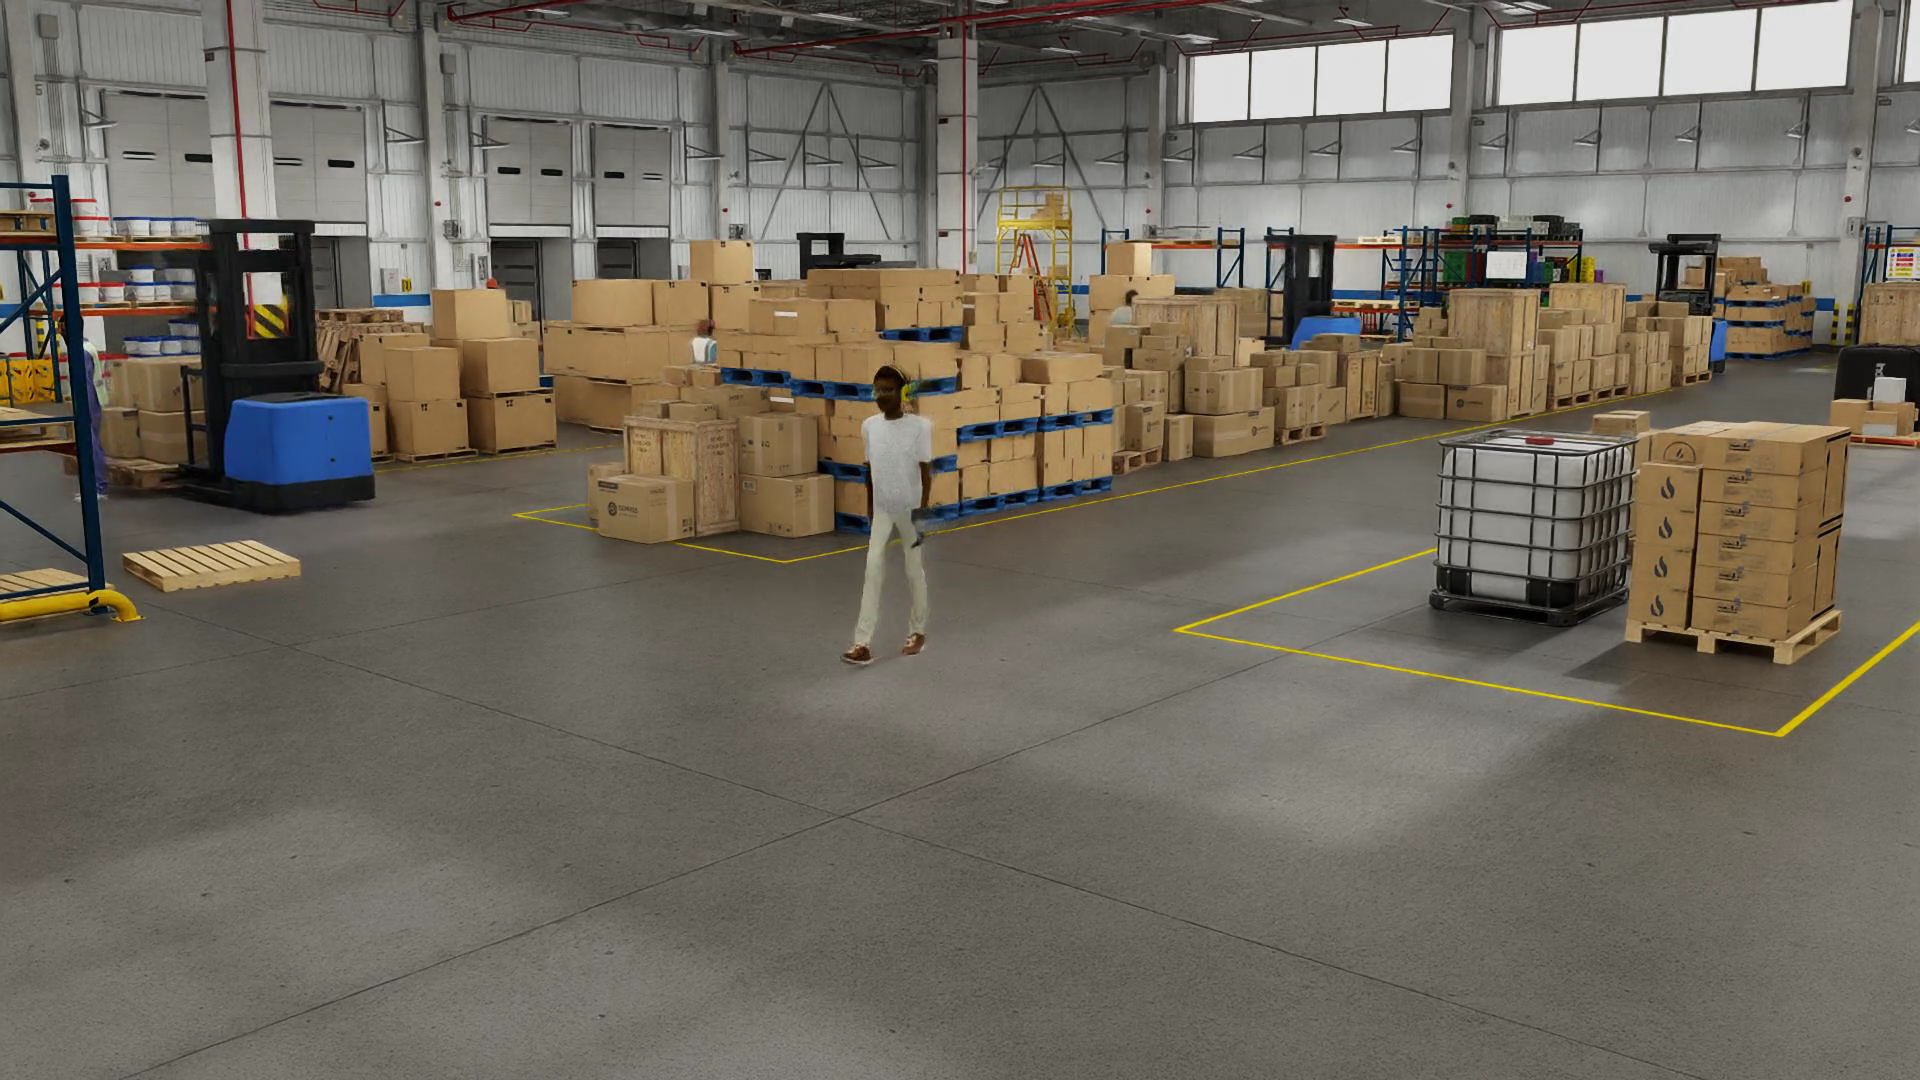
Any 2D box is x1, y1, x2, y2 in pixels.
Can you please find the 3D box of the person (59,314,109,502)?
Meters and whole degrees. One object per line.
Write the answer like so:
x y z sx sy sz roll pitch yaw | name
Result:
-8.858 -1.350 16.858 0.409 1.909 0.593 -7 12 -34 | person

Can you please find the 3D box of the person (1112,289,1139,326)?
2.630 -2.914 25.707 0.450 1.920 0.647 -8 13 -39 | person

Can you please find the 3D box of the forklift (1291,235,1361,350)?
7.530 -5.081 35.323 1.129 2.768 1.873 -7 12 -34 | forklift

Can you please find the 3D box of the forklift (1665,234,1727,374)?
14.498 -4.684 33.062 1.129 2.768 1.873 8 13 40 | forklift

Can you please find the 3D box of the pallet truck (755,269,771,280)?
-4.996 -6.432 45.525 1.885 1.965 0.823 -6 12 -32 | pallet truck

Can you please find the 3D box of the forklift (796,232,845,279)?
-2.552 -4.254 30.612 1.873 2.768 1.129 8 13 40 | forklift

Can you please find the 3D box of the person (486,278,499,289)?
-9.504 -4.352 33.863 0.366 1.931 0.552 3 11 19 | person

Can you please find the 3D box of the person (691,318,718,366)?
-3.469 -2.162 22.281 0.522 1.615 0.667 7 12 36 | person

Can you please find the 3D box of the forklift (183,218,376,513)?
-6.810 -1.772 16.483 1.873 2.768 1.129 8 13 40 | forklift

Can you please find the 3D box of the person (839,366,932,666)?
-0.412 -0.136 10.143 0.536 1.827 0.928 4 11 23 | person
